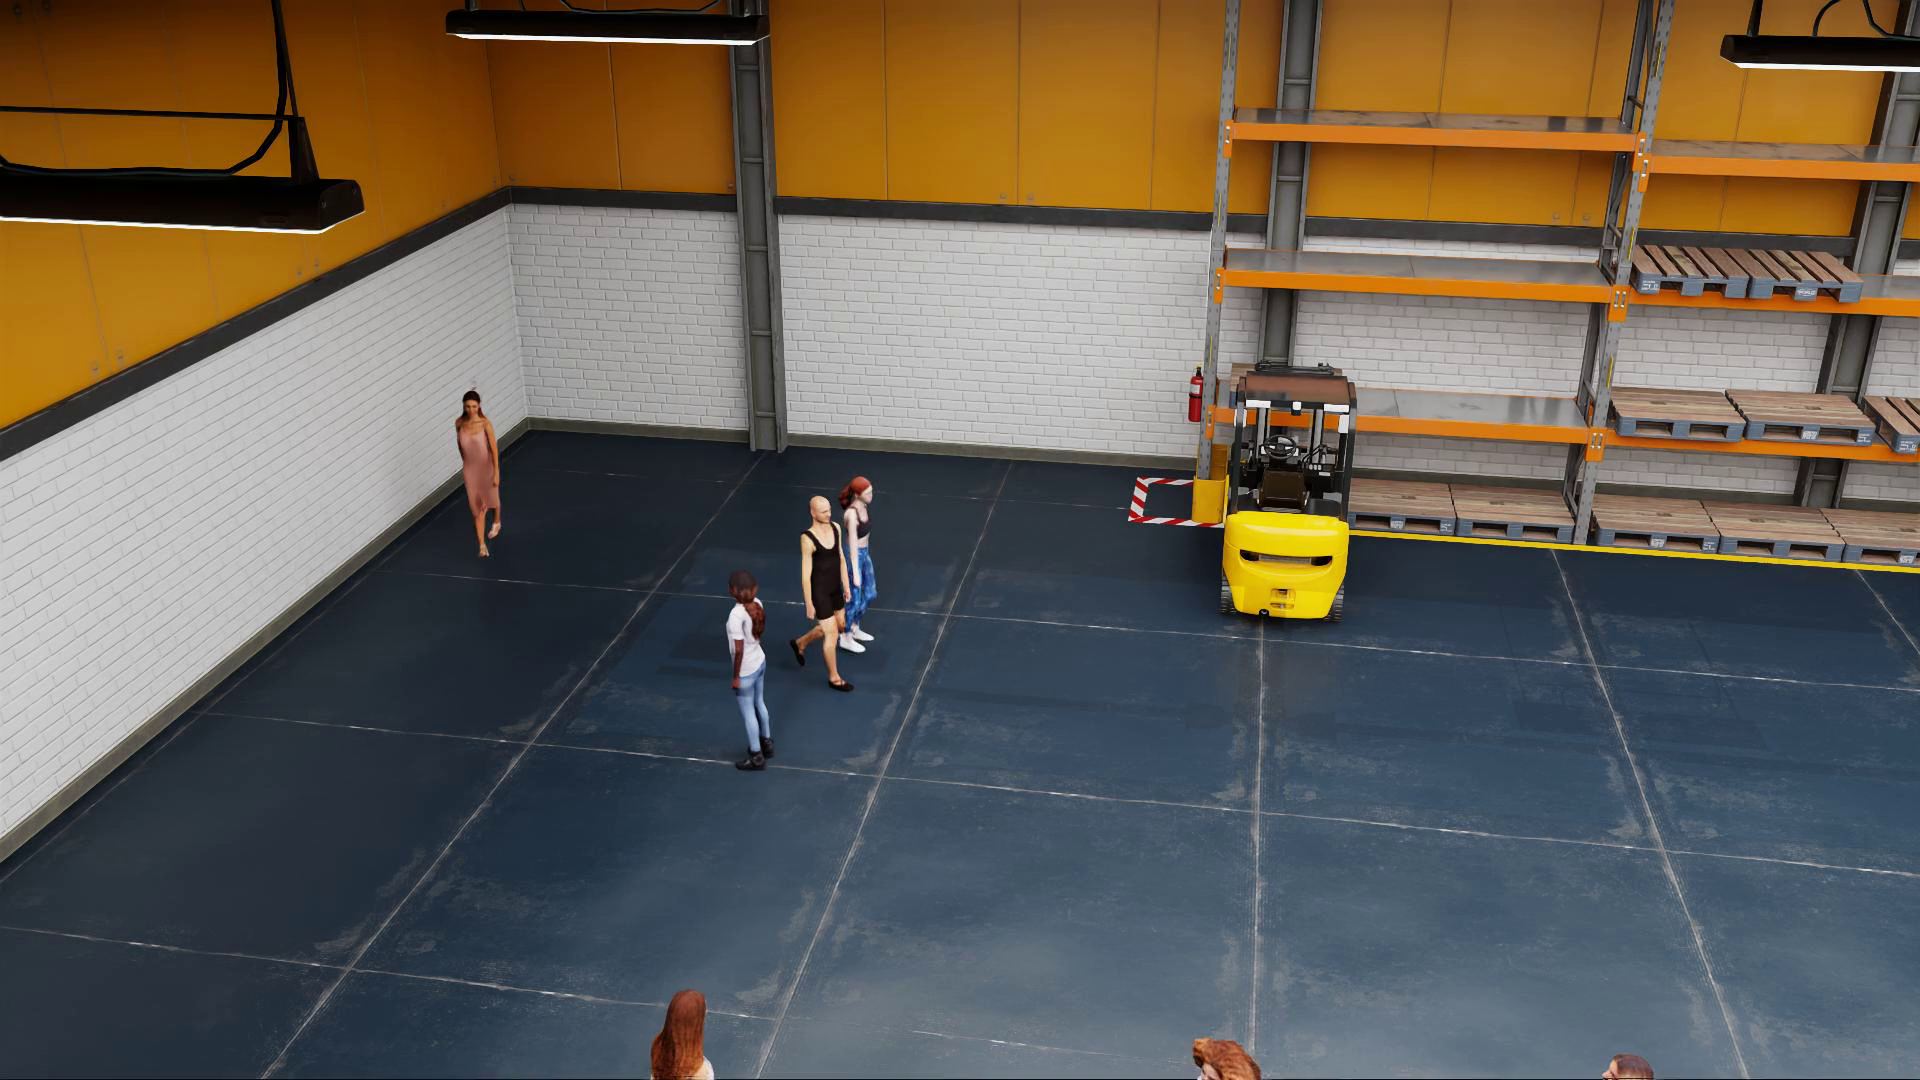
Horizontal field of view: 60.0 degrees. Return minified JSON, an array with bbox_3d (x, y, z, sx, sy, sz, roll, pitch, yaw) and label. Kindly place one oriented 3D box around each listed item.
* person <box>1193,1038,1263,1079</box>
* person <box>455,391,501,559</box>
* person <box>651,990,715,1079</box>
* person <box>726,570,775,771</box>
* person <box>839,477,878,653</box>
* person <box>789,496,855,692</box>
[{"bbox_3d":[1.377,3.194,8.362,1.021,1.692,0.917,-9,25,-20],"label":"person"},{"bbox_3d":[-4.958,-0.730,17.257,1.141,1.758,0.808,1,24,2],"label":"person"},{"bbox_3d":[-1.528,3.112,8.555,0.994,1.688,0.980,-20,30,-38],"label":"person"},{"bbox_3d":[-1.688,1.028,13.283,0.551,1.720,0.612,7,25,16],"label":"person"},{"bbox_3d":[-0.979,0.236,15.049,0.651,1.756,0.637,4,24,9],"label":"person"},{"bbox_3d":[-1.242,0.437,14.538,1.050,1.798,0.853,13,27,27],"label":"person"}]
